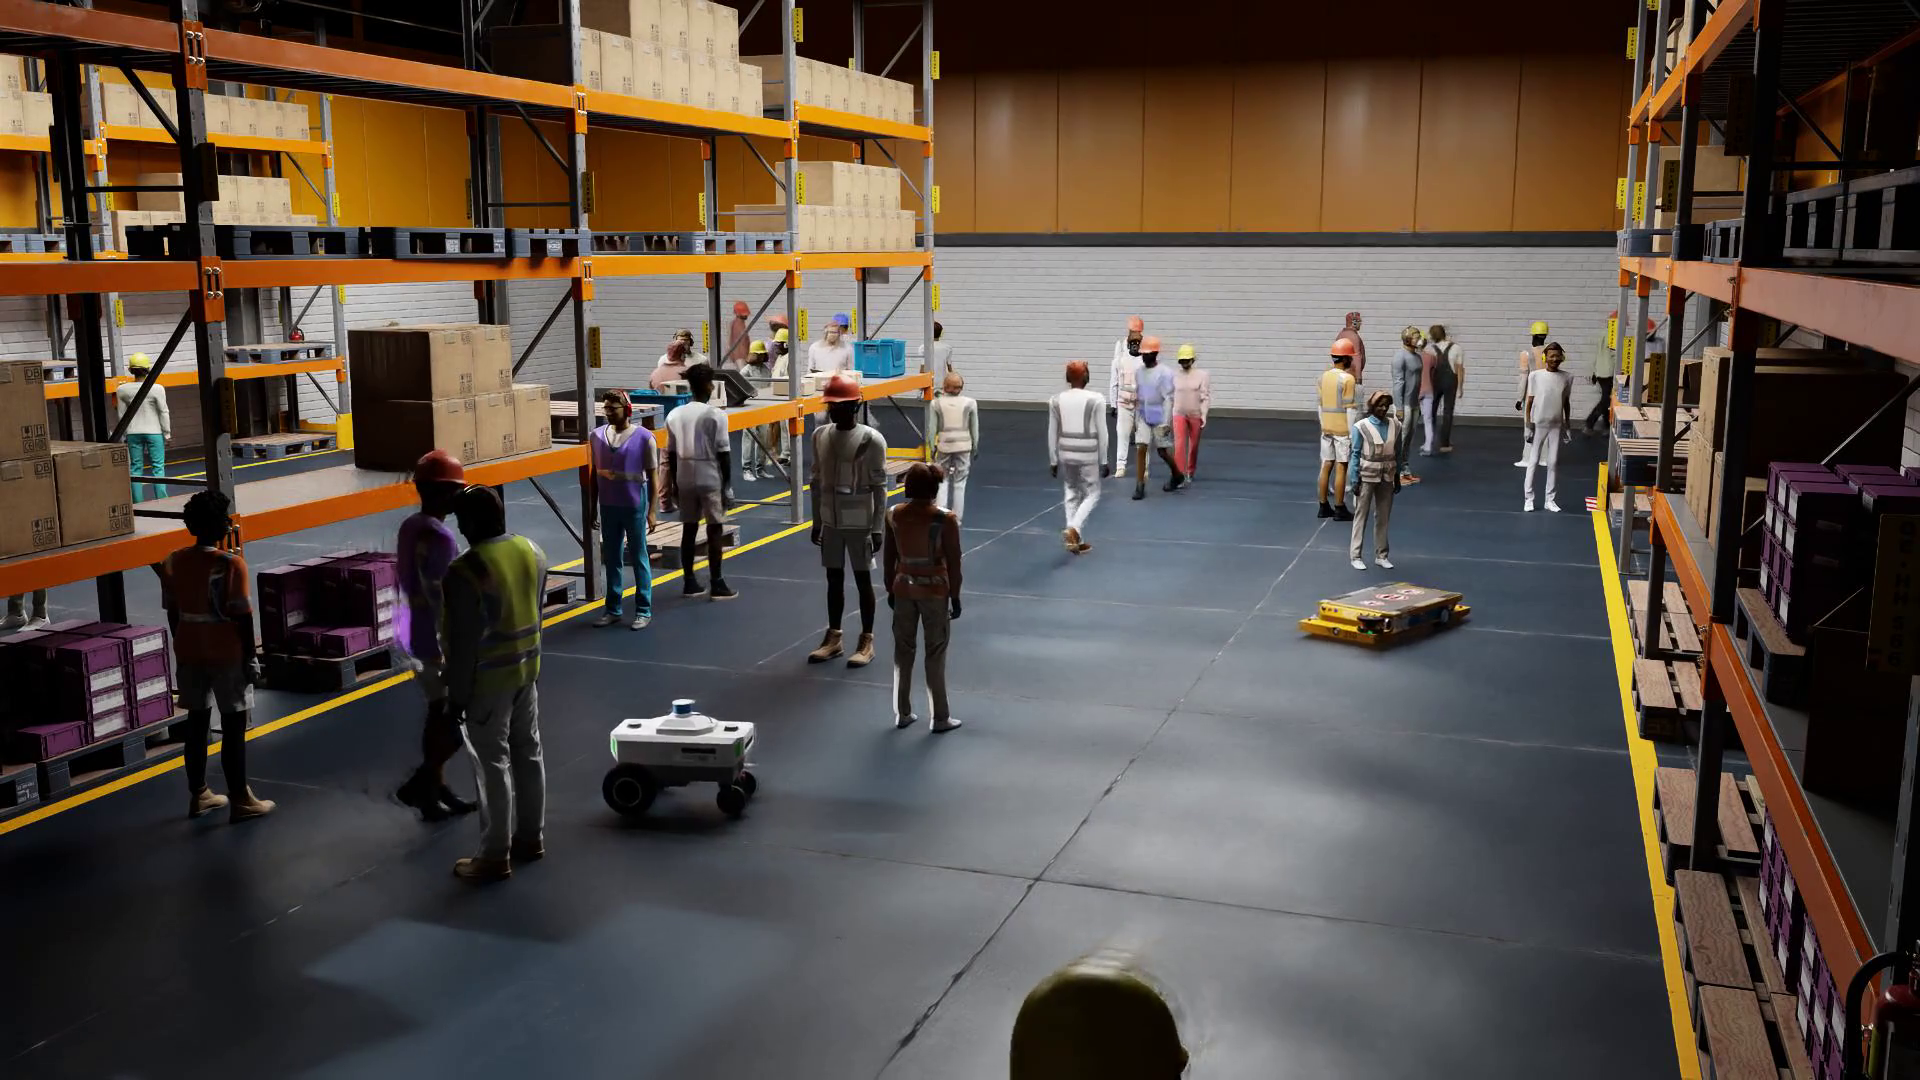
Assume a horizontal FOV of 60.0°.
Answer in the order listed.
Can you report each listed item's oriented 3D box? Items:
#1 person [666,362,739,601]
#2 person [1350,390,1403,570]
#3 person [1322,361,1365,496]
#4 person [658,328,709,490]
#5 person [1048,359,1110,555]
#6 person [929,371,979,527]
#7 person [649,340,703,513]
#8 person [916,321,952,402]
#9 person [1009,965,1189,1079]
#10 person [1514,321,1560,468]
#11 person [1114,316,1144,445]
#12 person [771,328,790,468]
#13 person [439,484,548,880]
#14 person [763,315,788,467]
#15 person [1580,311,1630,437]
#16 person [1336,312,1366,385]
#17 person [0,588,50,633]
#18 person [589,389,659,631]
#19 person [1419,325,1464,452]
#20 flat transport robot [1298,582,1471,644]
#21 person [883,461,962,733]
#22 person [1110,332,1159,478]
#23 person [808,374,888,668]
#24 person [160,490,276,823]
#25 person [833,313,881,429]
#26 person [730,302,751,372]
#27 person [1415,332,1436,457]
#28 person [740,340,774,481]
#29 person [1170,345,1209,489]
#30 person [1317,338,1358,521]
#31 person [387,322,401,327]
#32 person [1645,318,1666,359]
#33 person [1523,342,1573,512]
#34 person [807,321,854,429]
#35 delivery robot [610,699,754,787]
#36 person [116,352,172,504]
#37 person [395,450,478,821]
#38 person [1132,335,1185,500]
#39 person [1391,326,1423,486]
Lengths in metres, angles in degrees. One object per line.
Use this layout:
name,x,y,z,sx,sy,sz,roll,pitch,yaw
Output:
person,-2.125,-0.477,13.717,0.610,1.964,0.364,5,11,28
person,3.747,-0.538,15.010,0.509,1.629,0.316,-3,11,-18
person,4.459,-1.317,19.503,0.505,1.592,0.816,6,12,29
person,-3.287,-1.559,19.885,0.627,1.941,0.371,-2,10,-13
person,1.086,-0.752,15.545,0.607,1.869,0.583,6,12,29
person,-0.060,-0.934,17.254,0.519,1.623,0.377,1,10,4
person,-3.065,-1.223,18.128,0.635,1.900,0.401,5,11,28
person,-0.352,-2.111,23.201,0.538,1.866,0.312,-4,11,-20
person,0.296,1.549,2.474,0.661,1.901,0.476,6,12,30
person,7.582,-1.906,21.873,0.587,1.928,0.363,-3,11,-17
person,2.560,-2.373,24.602,0.569,1.898,0.859,1,10,8
person,-2.290,-1.861,21.881,0.404,1.834,0.591,-5,11,-25
person,-2.174,0.653,7.720,0.430,1.839,0.619,4,11,23
person,-2.473,-1.972,22.101,0.354,1.997,0.760,4,11,23
person,9.865,-2.533,25.406,0.804,1.938,0.677,-1,10,-8
person,5.981,-2.521,25.398,0.410,1.909,0.643,-2,10,-12
person,-7.167,-0.224,12.565,0.514,1.872,0.328,4,11,22
person,-2.561,-0.236,12.694,0.570,1.843,0.373,3,11,19
person,6.800,-2.124,23.477,0.577,1.807,0.387,4,11,23
flat transport robot,3.271,0.543,12.746,0.652,0.197,1.431,10,14,44
person,-0.225,0.344,10.023,0.520,1.636,0.312,5,11,28
person,2.200,-1.697,20.935,0.635,1.842,0.429,1,10,4
person,-0.794,-0.131,11.550,0.609,2.044,0.394,6,12,30
person,-3.786,0.591,8.458,0.540,1.695,0.318,4,11,20
person,-1.634,-2.465,25.085,0.905,1.918,0.624,-3,11,-18
person,-3.865,-3.192,29.128,0.403,1.930,0.808,-3,10,-16
person,6.354,-2.037,23.186,0.517,1.717,0.876,-3,10,-15
person,-2.513,-1.613,20.738,0.312,1.744,0.487,9,13,41
person,2.772,-1.519,20.259,0.519,1.729,0.850,2,10,9
person,4.037,-1.170,17.698,0.355,1.938,0.545,-5,11,-27
person,-7.958,-2.116,23.299,0.639,1.861,1.090,0,10,2
person,10.089,-2.303,24.280,0.607,1.866,0.844,2,10,10
person,6.459,-1.237,18.262,0.517,1.874,0.327,0,10,2
person,-1.796,-2.097,23.067,0.672,1.883,0.466,-1,10,-4
delivery robot,-1.442,1.076,8.681,0.707,0.478,0.477,1,10,5
person,-8.821,-1.143,18.020,0.531,1.772,0.301,-1,10,-5
person,-2.620,0.500,8.394,0.425,1.909,0.540,-8,13,-40
person,2.289,-1.433,19.293,0.546,1.908,0.829,8,13,38
person,5.473,-1.640,20.346,0.372,1.940,0.630,7,12,36
